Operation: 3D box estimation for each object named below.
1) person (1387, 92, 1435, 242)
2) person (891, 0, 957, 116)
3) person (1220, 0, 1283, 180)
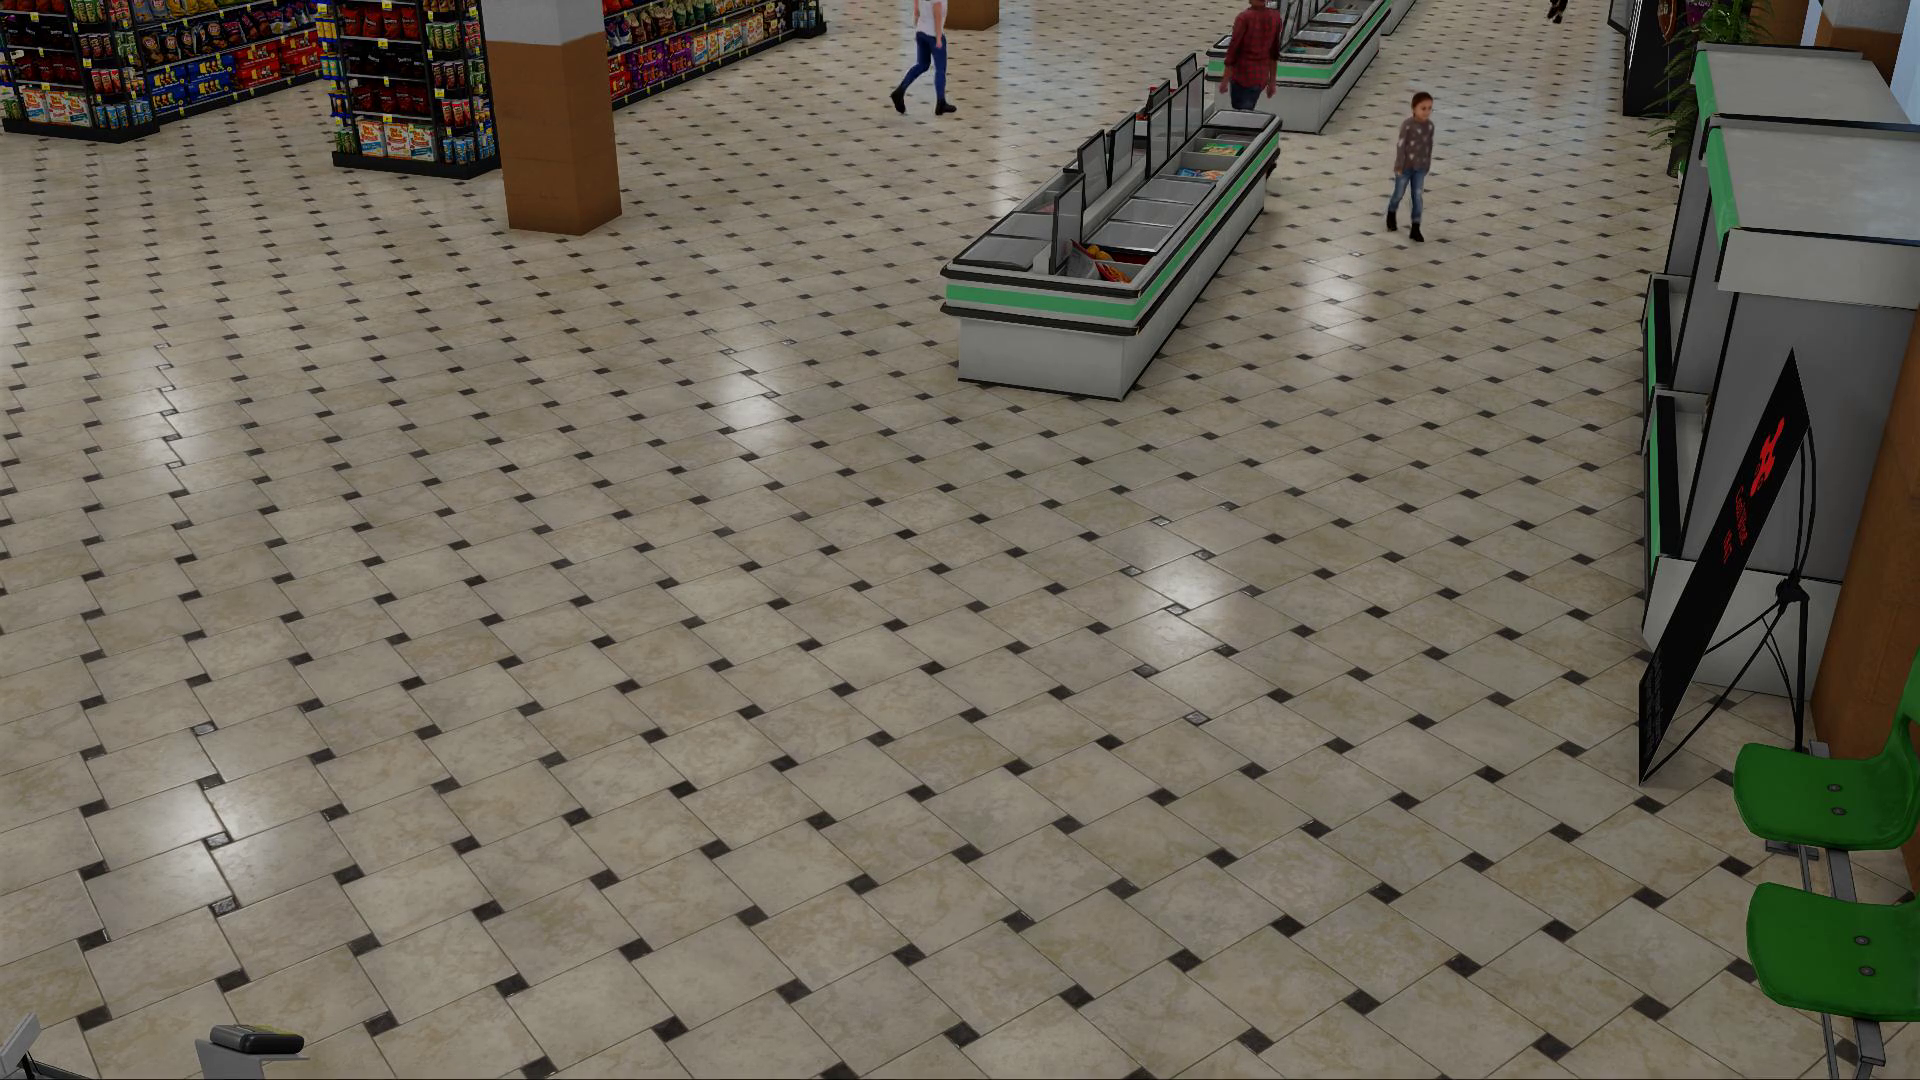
[{"bbox_3d":[3.696,-3.093,13.702,0.668,1.178,0.867,-1,27,-3],"label":"person"},{"bbox_3d":[-0.383,-5.234,17.389,1.106,1.662,0.944,-19,32,-33],"label":"person"},{"bbox_3d":[2.676,-4.148,15.094,1.212,1.800,1.196,-16,31,-28],"label":"person"}]
